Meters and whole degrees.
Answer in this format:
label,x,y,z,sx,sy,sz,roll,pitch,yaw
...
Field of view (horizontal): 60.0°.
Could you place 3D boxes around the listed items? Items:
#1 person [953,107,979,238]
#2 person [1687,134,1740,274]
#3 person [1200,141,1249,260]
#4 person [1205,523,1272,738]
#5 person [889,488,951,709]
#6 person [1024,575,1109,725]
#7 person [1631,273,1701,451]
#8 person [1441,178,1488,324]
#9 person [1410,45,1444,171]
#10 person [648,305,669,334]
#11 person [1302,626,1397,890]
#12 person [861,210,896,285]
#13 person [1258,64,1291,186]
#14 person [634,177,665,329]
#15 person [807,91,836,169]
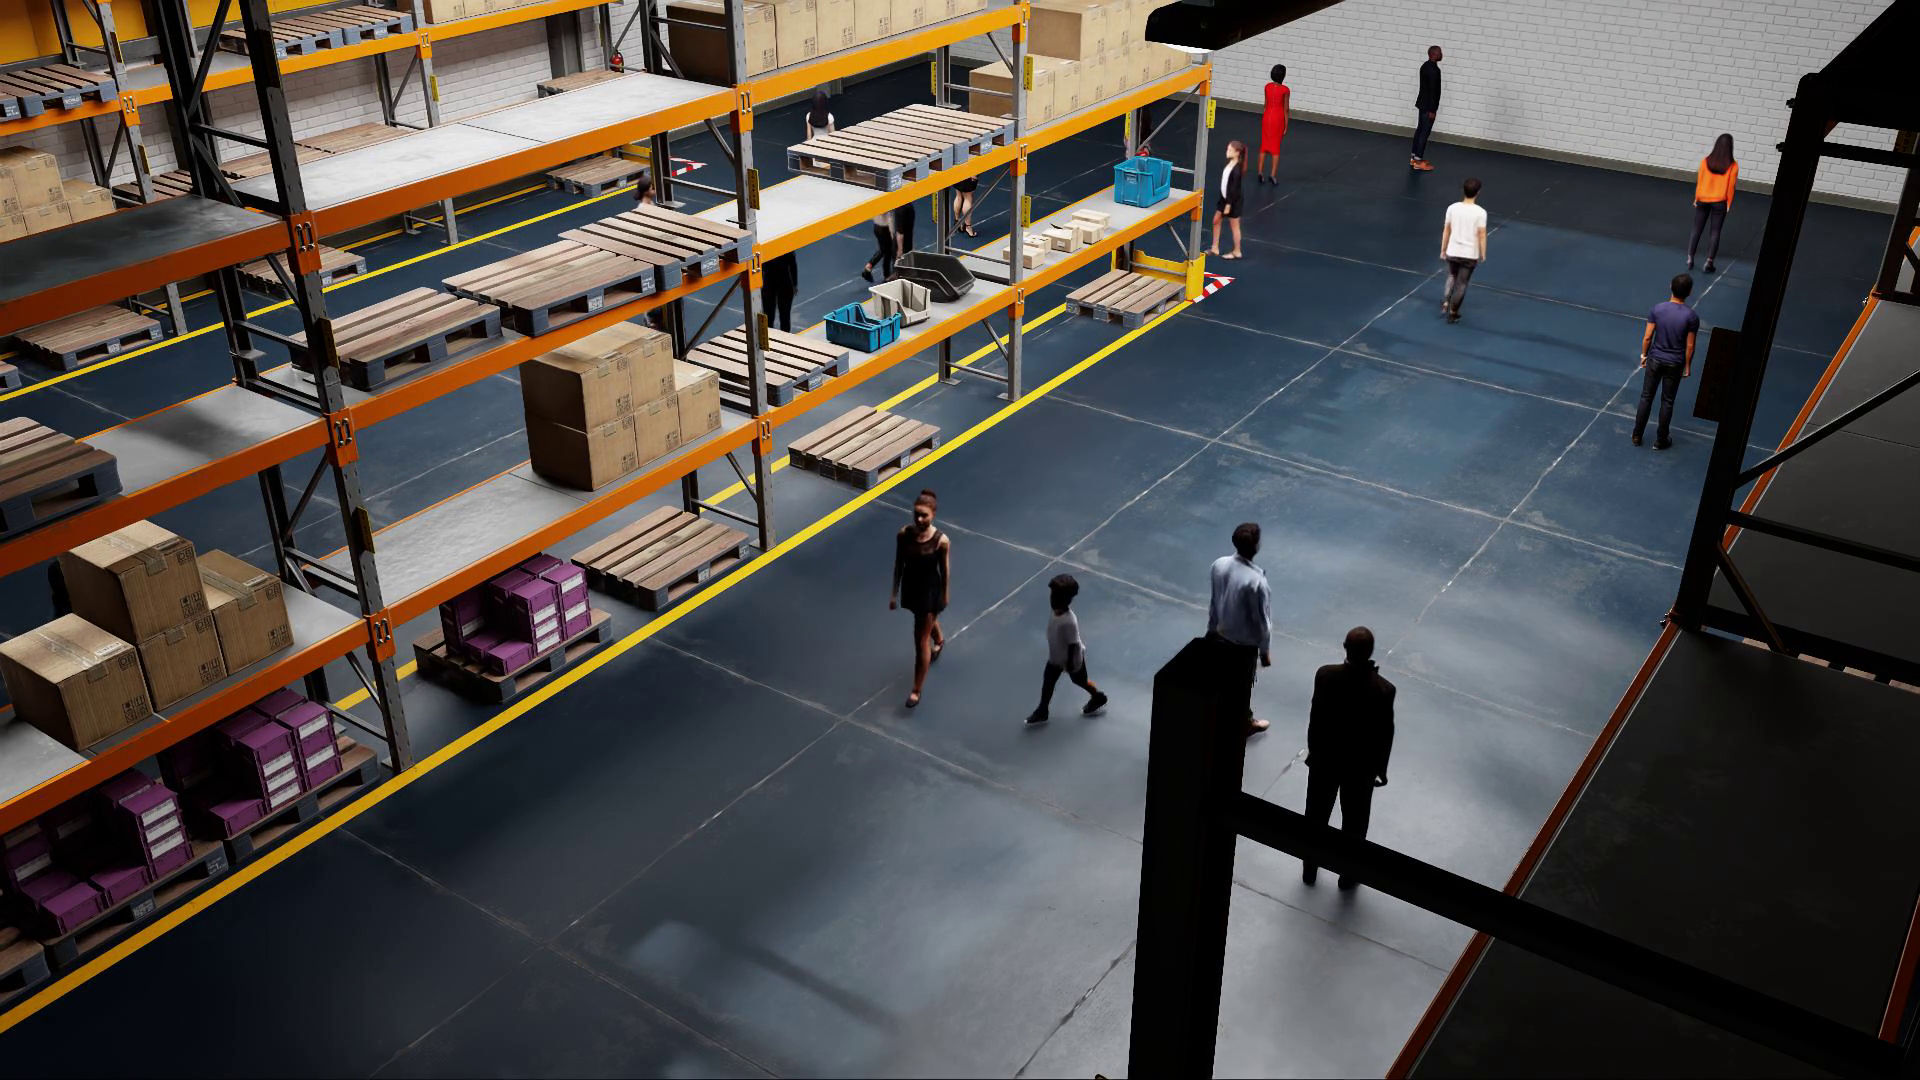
label,x,y,z,sx,sy,sz,roll,pitch,yaw
person,0.063,-4.914,22.208,0.735,1.718,0.736,-16,33,-27
person,9.482,-4.251,20.958,0.637,1.749,0.571,22,36,35
person,3.568,-4.363,21.379,0.868,1.544,0.809,-5,29,-9
person,1.892,0.746,11.769,1.257,1.778,1.064,-11,31,-20
person,-0.259,0.362,12.626,0.696,1.631,1.164,13,31,22
person,0.839,0.788,12.252,0.971,1.241,0.775,-13,31,-22
person,6.930,-1.754,16.335,0.648,1.793,0.532,16,33,27
person,5.816,-3.340,19.331,0.643,1.709,0.578,21,35,33
person,7.042,-6.534,25.072,0.851,1.819,0.739,1,29,2
person,-3.046,-1.820,17.032,0.535,1.243,0.659,15,32,25
person,2.433,1.367,10.498,0.735,1.904,0.682,12,31,20
person,-0.990,-3.793,20.406,0.836,1.474,0.714,-16,33,-27
person,4.574,-6.066,24.293,0.552,1.743,0.488,19,34,31
person,-3.600,-3.333,19.255,0.733,1.769,0.639,0,29,-1
person,-1.875,-5.256,22.774,0.739,1.775,0.753,7,29,13
